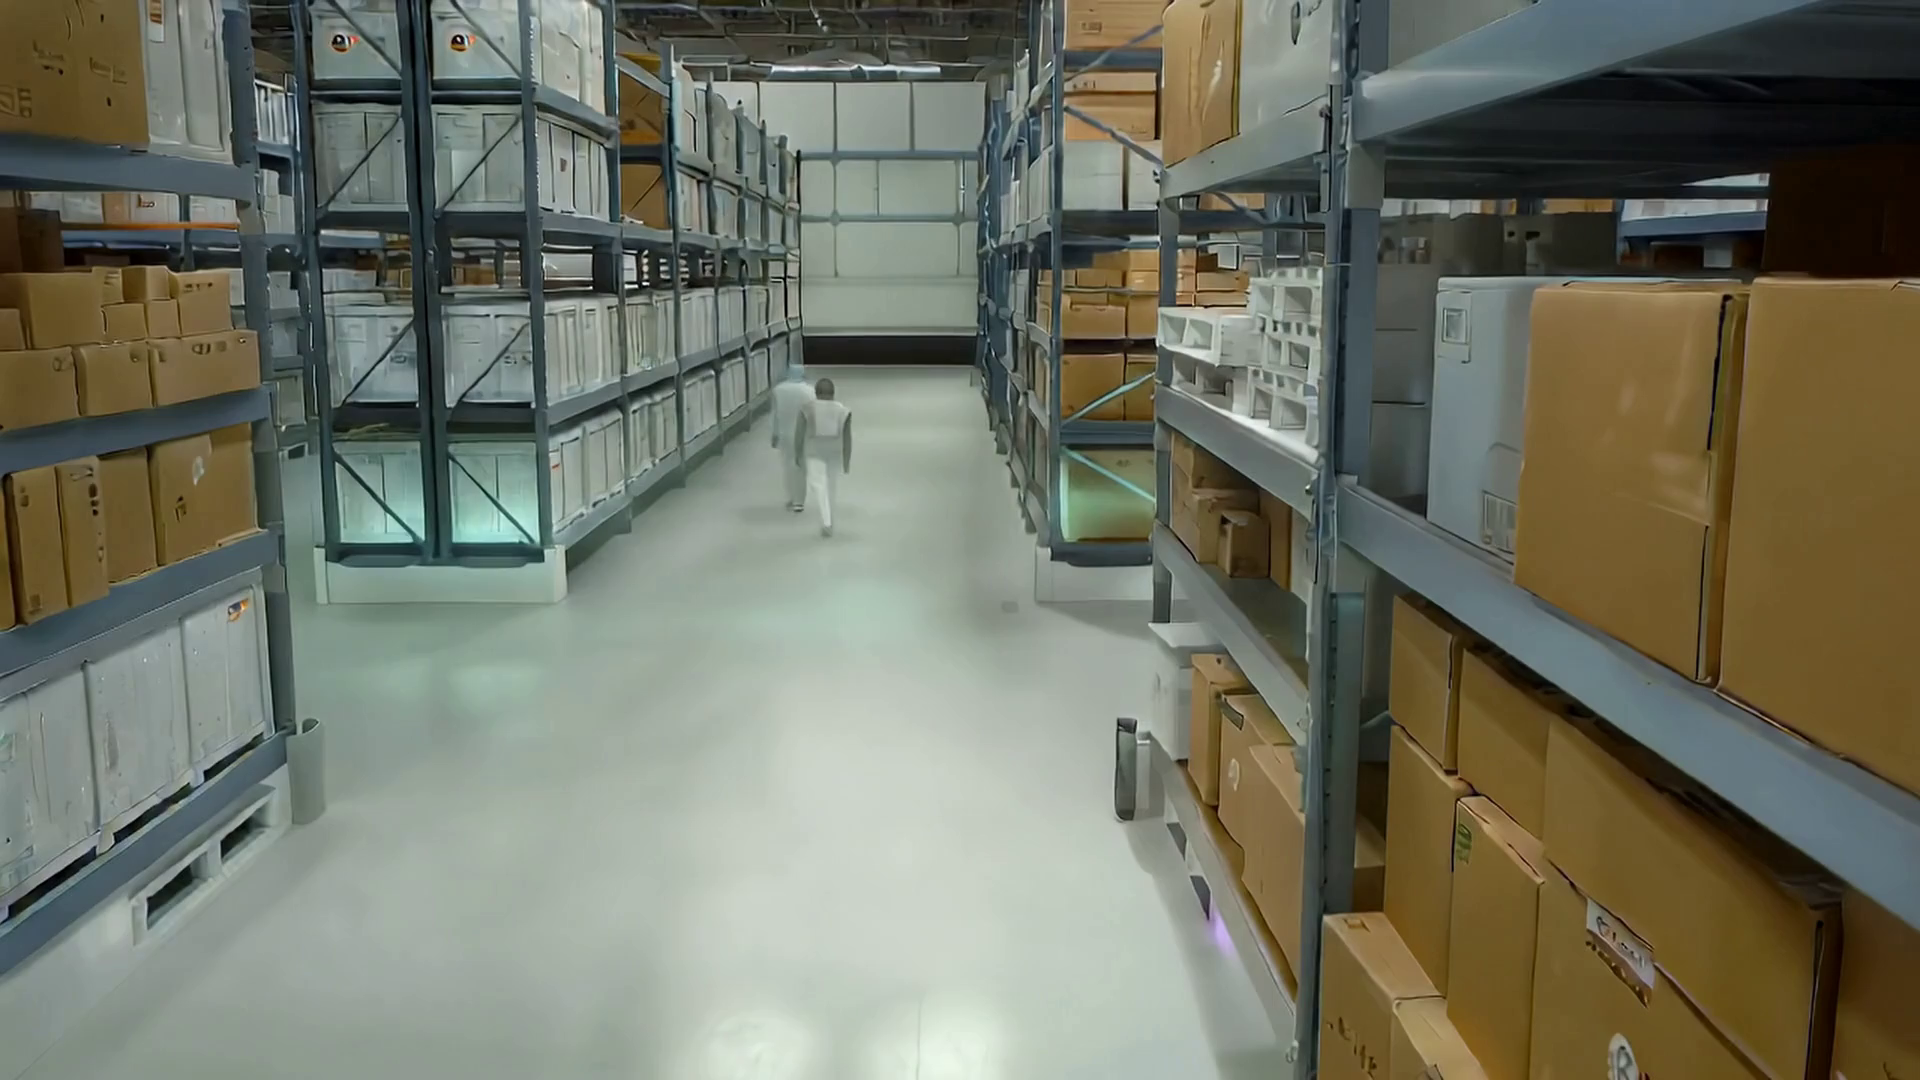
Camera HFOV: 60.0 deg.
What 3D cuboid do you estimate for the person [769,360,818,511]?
[{"bbox_3d":[-2.043,-1.334,21.087,0.683,1.872,0.850,1,9,4],"label":"person"}]

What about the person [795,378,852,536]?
[{"bbox_3d":[-1.551,-0.957,19.041,0.624,1.803,0.927,-4,10,-22],"label":"person"}]
